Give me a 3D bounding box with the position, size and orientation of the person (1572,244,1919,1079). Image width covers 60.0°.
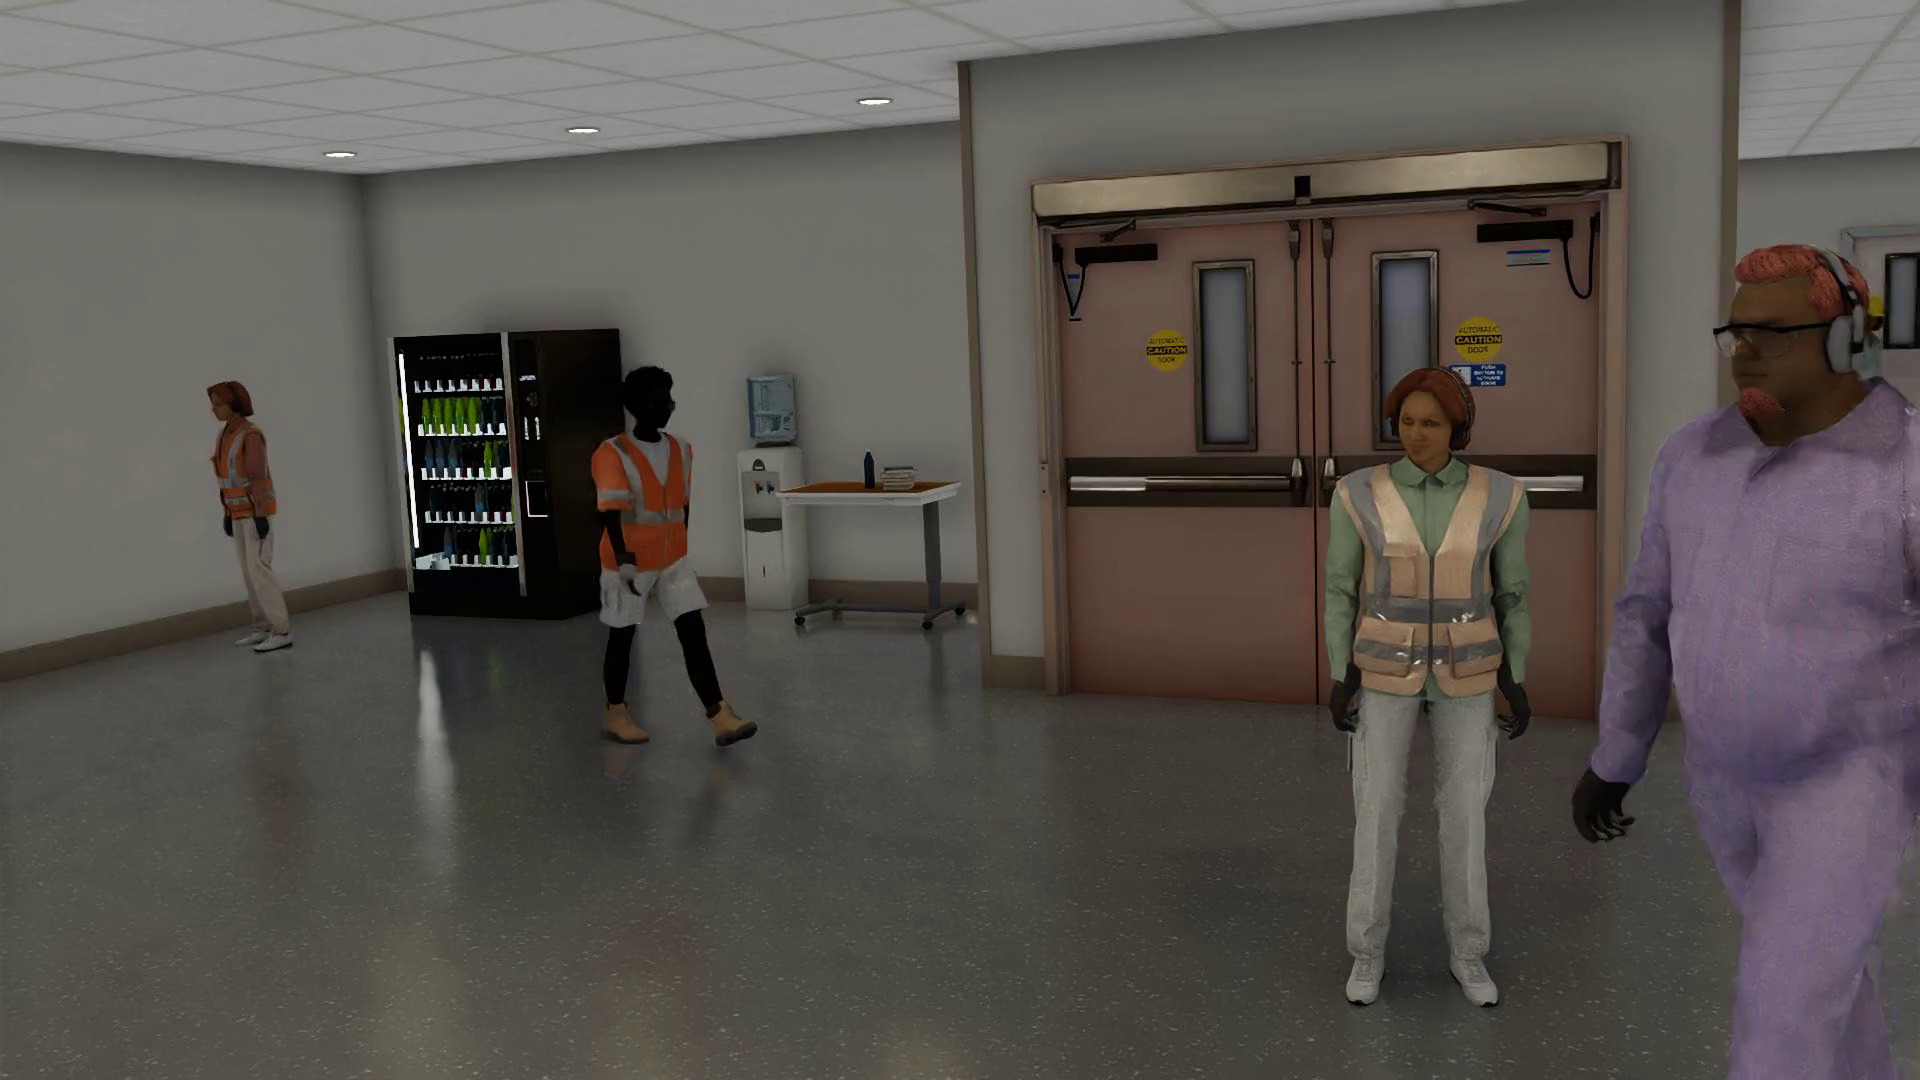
[{"bbox_3d":[1.399,0.429,2.920,0.989,1.856,0.643,-5,8,-22],"label":"person"}]

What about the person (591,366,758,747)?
[{"bbox_3d":[-1.290,0.092,7.110,0.846,1.653,0.547,5,10,44],"label":"person"}]

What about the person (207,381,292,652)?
[{"bbox_3d":[-4.279,-0.142,10.002,0.319,1.625,0.520,-9,10,-43],"label":"person"}]

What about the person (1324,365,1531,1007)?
[{"bbox_3d":[1.194,0.376,4.256,0.513,1.637,0.313,-1,8,10],"label":"person"}]
